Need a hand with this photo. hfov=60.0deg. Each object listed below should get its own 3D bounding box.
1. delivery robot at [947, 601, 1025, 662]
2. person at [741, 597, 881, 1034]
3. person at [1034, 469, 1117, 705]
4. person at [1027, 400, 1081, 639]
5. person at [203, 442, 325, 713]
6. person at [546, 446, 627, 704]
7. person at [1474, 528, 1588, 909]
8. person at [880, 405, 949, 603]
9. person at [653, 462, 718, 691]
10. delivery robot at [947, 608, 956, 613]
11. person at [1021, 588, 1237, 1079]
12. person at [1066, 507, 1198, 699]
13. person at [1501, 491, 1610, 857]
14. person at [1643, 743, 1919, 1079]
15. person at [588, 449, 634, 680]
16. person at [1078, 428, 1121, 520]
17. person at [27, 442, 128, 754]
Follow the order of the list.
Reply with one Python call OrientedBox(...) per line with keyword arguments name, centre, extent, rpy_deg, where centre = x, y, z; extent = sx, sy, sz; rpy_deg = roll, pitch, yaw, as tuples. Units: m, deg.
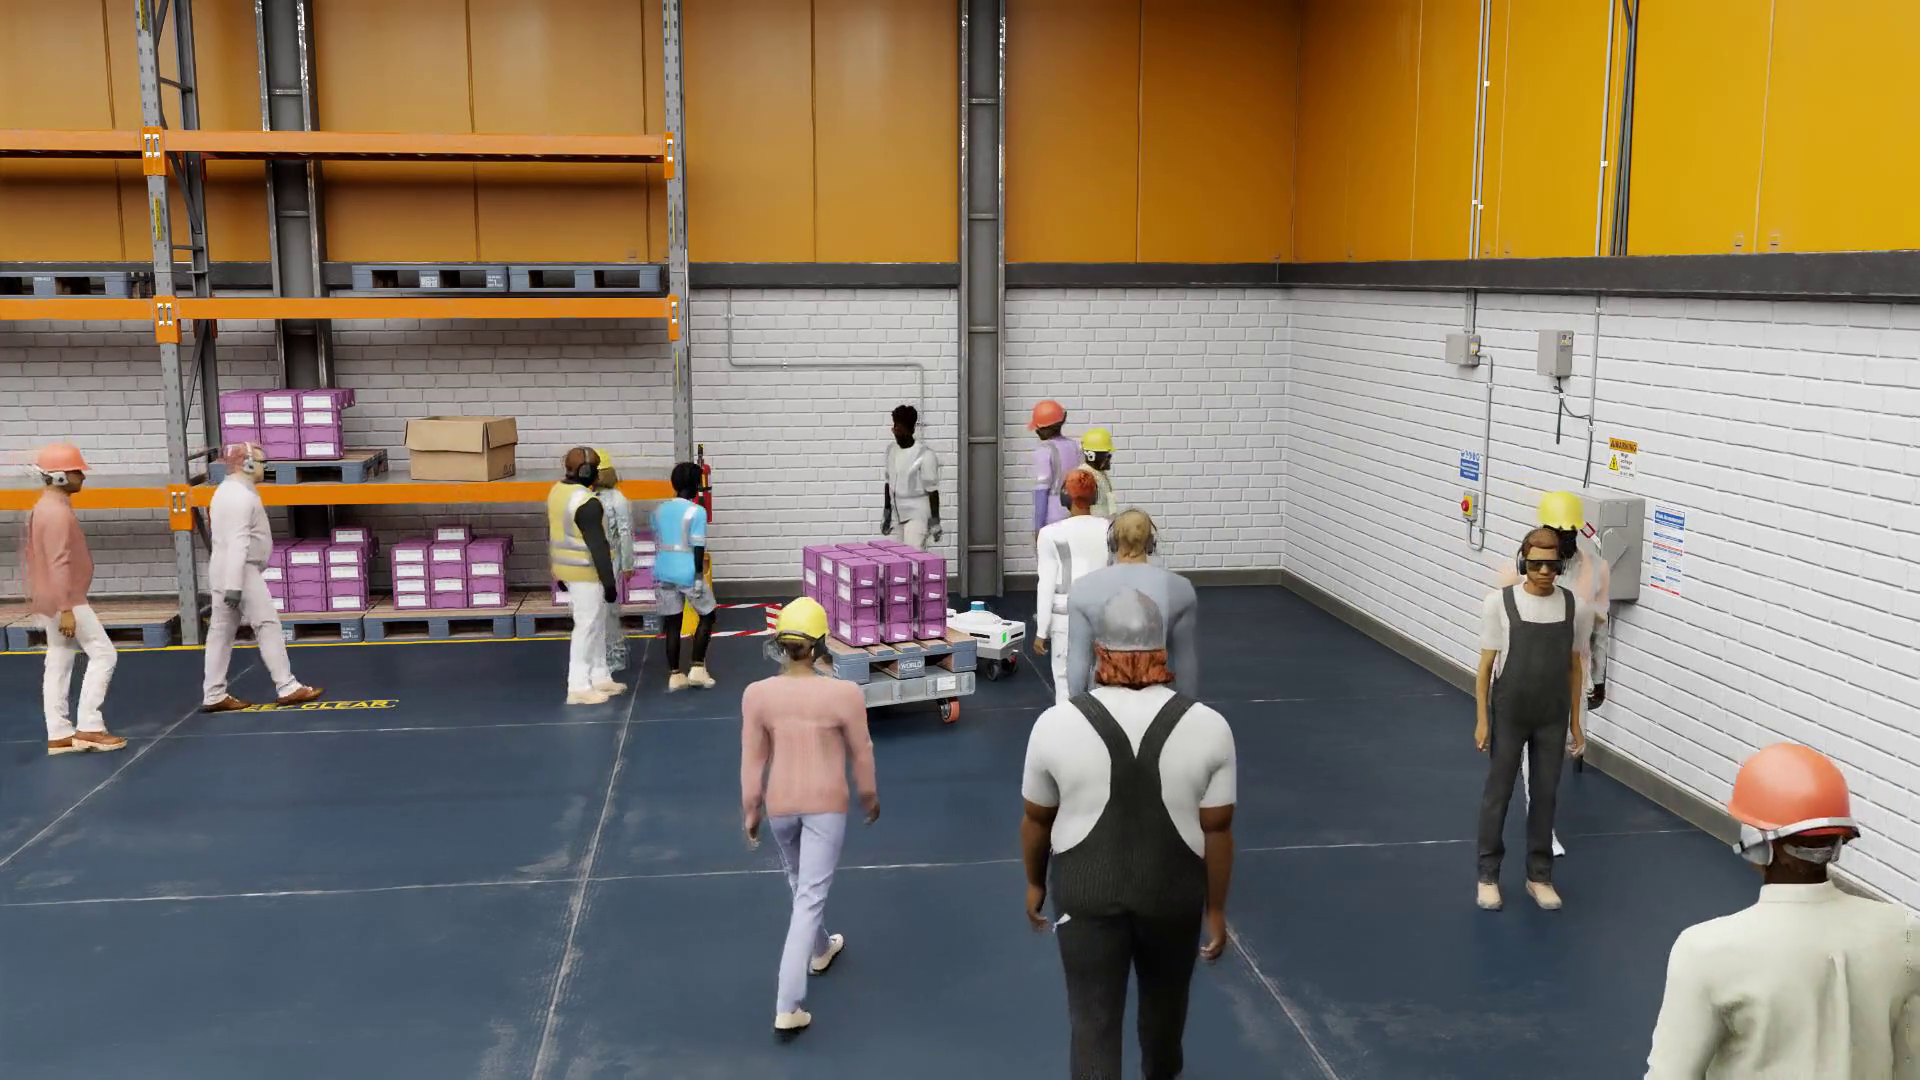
OrientedBox(name="delivery robot", centre=(0.134, 0.706, 12.547), extent=(0.707, 0.478, 0.477), rpy_deg=(6, 11, 32))
OrientedBox(name="person", centre=(-0.628, 1.089, 6.845), extent=(0.518, 1.718, 0.930), rpy_deg=(3, 10, 17))
OrientedBox(name="person", centre=(0.717, 0.512, 9.910), extent=(0.584, 1.883, 0.337), rpy_deg=(-3, 10, -20))
OrientedBox(name="person", centre=(0.804, -0.188, 13.961), extent=(0.702, 2.002, 0.705), rpy_deg=(7, 11, 37))
OrientedBox(name="person", centre=(-4.889, 0.255, 11.569), extent=(0.885, 1.862, 0.662), rpy_deg=(-7, 11, -36))
OrientedBox(name="person", centre=(-2.606, 0.248, 11.746), extent=(0.527, 1.826, 0.665), rpy_deg=(-6, 11, -34))
OrientedBox(name="person", centre=(2.712, 0.850, 7.924), extent=(0.515, 1.843, 0.326), rpy_deg=(0, 9, 0))
OrientedBox(name="person", centre=(-0.350, -0.225, 14.384), extent=(0.684, 1.930, 0.632), rpy_deg=(-8, 12, -40))
OrientedBox(name="person", centre=(-2.002, 0.270, 12.098), extent=(0.538, 1.672, 0.427), rpy_deg=(6, 11, 33))
OrientedBox(name="delivery robot", centre=(-0.361, 0.619, 13.086), extent=(0.477, 0.478, 0.707), rpy_deg=(-9, 13, -44))
OrientedBox(name="person", centre=(0.557, 1.116, 5.656), extent=(0.698, 2.000, 1.012), rpy_deg=(0, 9, 2))
OrientedBox(name="person", centre=(0.825, 0.802, 8.008), extent=(0.632, 1.924, 0.671), rpy_deg=(0, 9, 0))
OrientedBox(name="person", centre=(3.128, 0.667, 8.863), extent=(0.587, 1.913, 0.669), rpy_deg=(-1, 9, -7))
OrientedBox(name="person", centre=(1.863, 1.432, 3.873), extent=(0.651, 1.975, 0.548), rpy_deg=(-1, 9, -9))
OrientedBox(name="person", centre=(-2.738, 0.183, 12.470), extent=(0.491, 1.725, 0.605), rpy_deg=(8, 12, 42))
OrientedBox(name="person", centre=(1.063, -0.008, 13.387), extent=(0.603, 1.811, 0.615), rpy_deg=(2, 9, 15))
OrientedBox(name="person", centre=(-5.538, 0.370, 10.490), extent=(0.596, 1.978, 0.645), rpy_deg=(-7, 11, -35))
